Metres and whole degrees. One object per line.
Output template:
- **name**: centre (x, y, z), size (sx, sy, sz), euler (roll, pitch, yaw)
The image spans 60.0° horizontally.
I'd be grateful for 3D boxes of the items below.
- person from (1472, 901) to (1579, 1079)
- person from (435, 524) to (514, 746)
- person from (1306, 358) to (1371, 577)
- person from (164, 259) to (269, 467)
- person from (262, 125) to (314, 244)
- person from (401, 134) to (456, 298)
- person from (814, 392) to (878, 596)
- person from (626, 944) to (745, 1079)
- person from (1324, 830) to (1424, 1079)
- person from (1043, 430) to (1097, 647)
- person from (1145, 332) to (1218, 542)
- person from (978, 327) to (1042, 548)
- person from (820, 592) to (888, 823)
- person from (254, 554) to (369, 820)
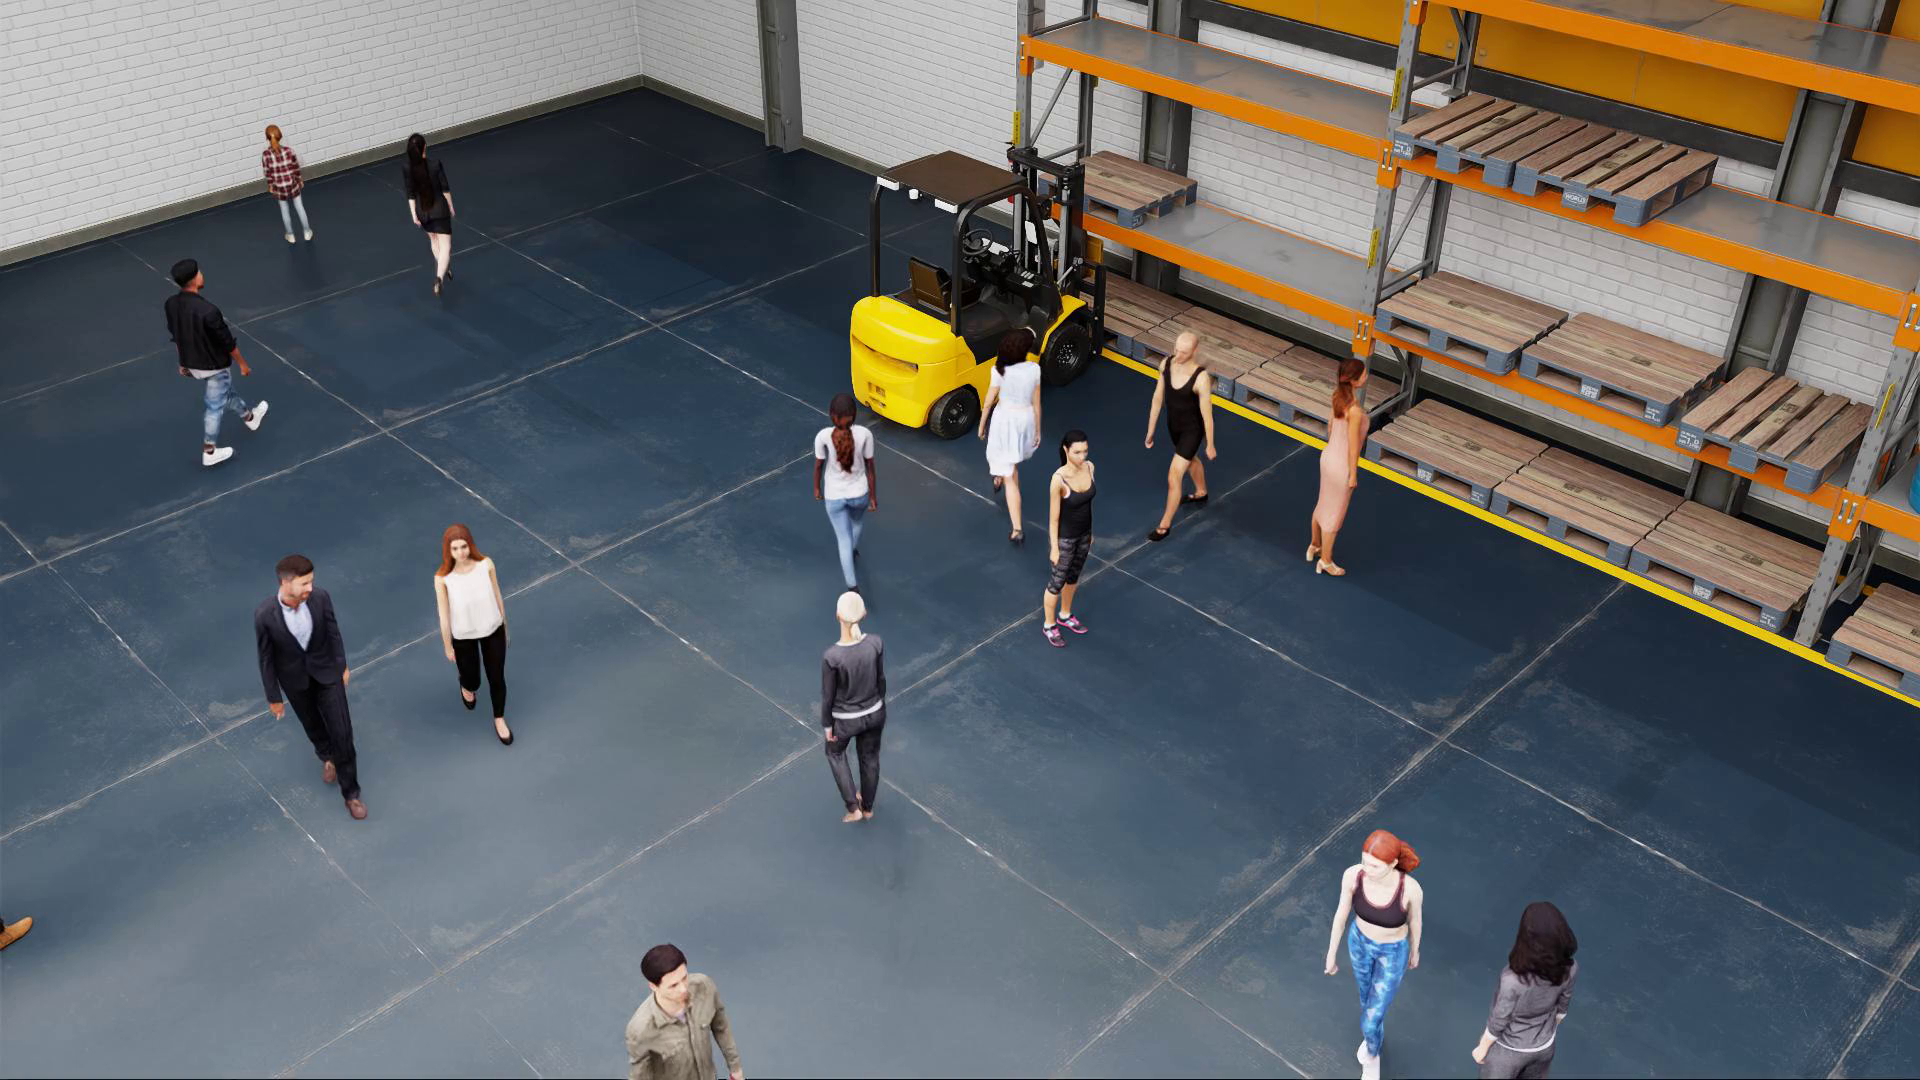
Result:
- **person**: centre (2.747, 2.473, 8.166), size (0.675, 1.762, 0.671), euler (-9, 35, -14)
- **person**: centre (-3.237, 0.578, 11.068), size (0.706, 1.706, 0.884), euler (-17, 37, -24)
- **person**: centre (2.880, -0.564, 12.672), size (0.727, 1.832, 0.629), euler (-6, 34, -8)
- **person**: centre (-6.434, -1.463, 14.079), size (1.160, 1.772, 1.018), euler (14, 36, 20)
- **person**: centre (-7.363, -3.890, 18.151), size (0.593, 1.305, 0.601), euler (-15, 36, -21)
- **person**: centre (-5.349, -3.260, 16.872), size (1.011, 1.672, 1.053), euler (1, 34, 1)
- **person**: centre (-0.834, -0.263, 12.359), size (1.001, 1.676, 1.189), euler (-7, 34, -10)
- **person**: centre (-1.377, 2.576, 7.944), size (1.174, 1.836, 0.793), euler (24, 40, 31)
- **person**: centre (2.199, 2.144, 8.670), size (0.737, 1.750, 0.718), euler (18, 38, 25)
- **person**: centre (0.786, -0.037, 11.975), size (0.575, 1.726, 0.529), euler (-27, 42, -34)
- **person**: centre (1.837, -0.887, 13.230), size (0.871, 1.752, 1.058), euler (-18, 38, -25)
- **person**: centre (0.448, -0.751, 13.026), size (1.091, 1.750, 1.267), euler (-7, 34, -10)
- **person**: centre (-0.612, 1.102, 10.274), size (0.728, 1.712, 0.764), euler (-14, 36, -20)
- **person**: centre (-4.155, 0.830, 10.584), size (0.885, 1.821, 1.152), euler (-14, 36, -20)
